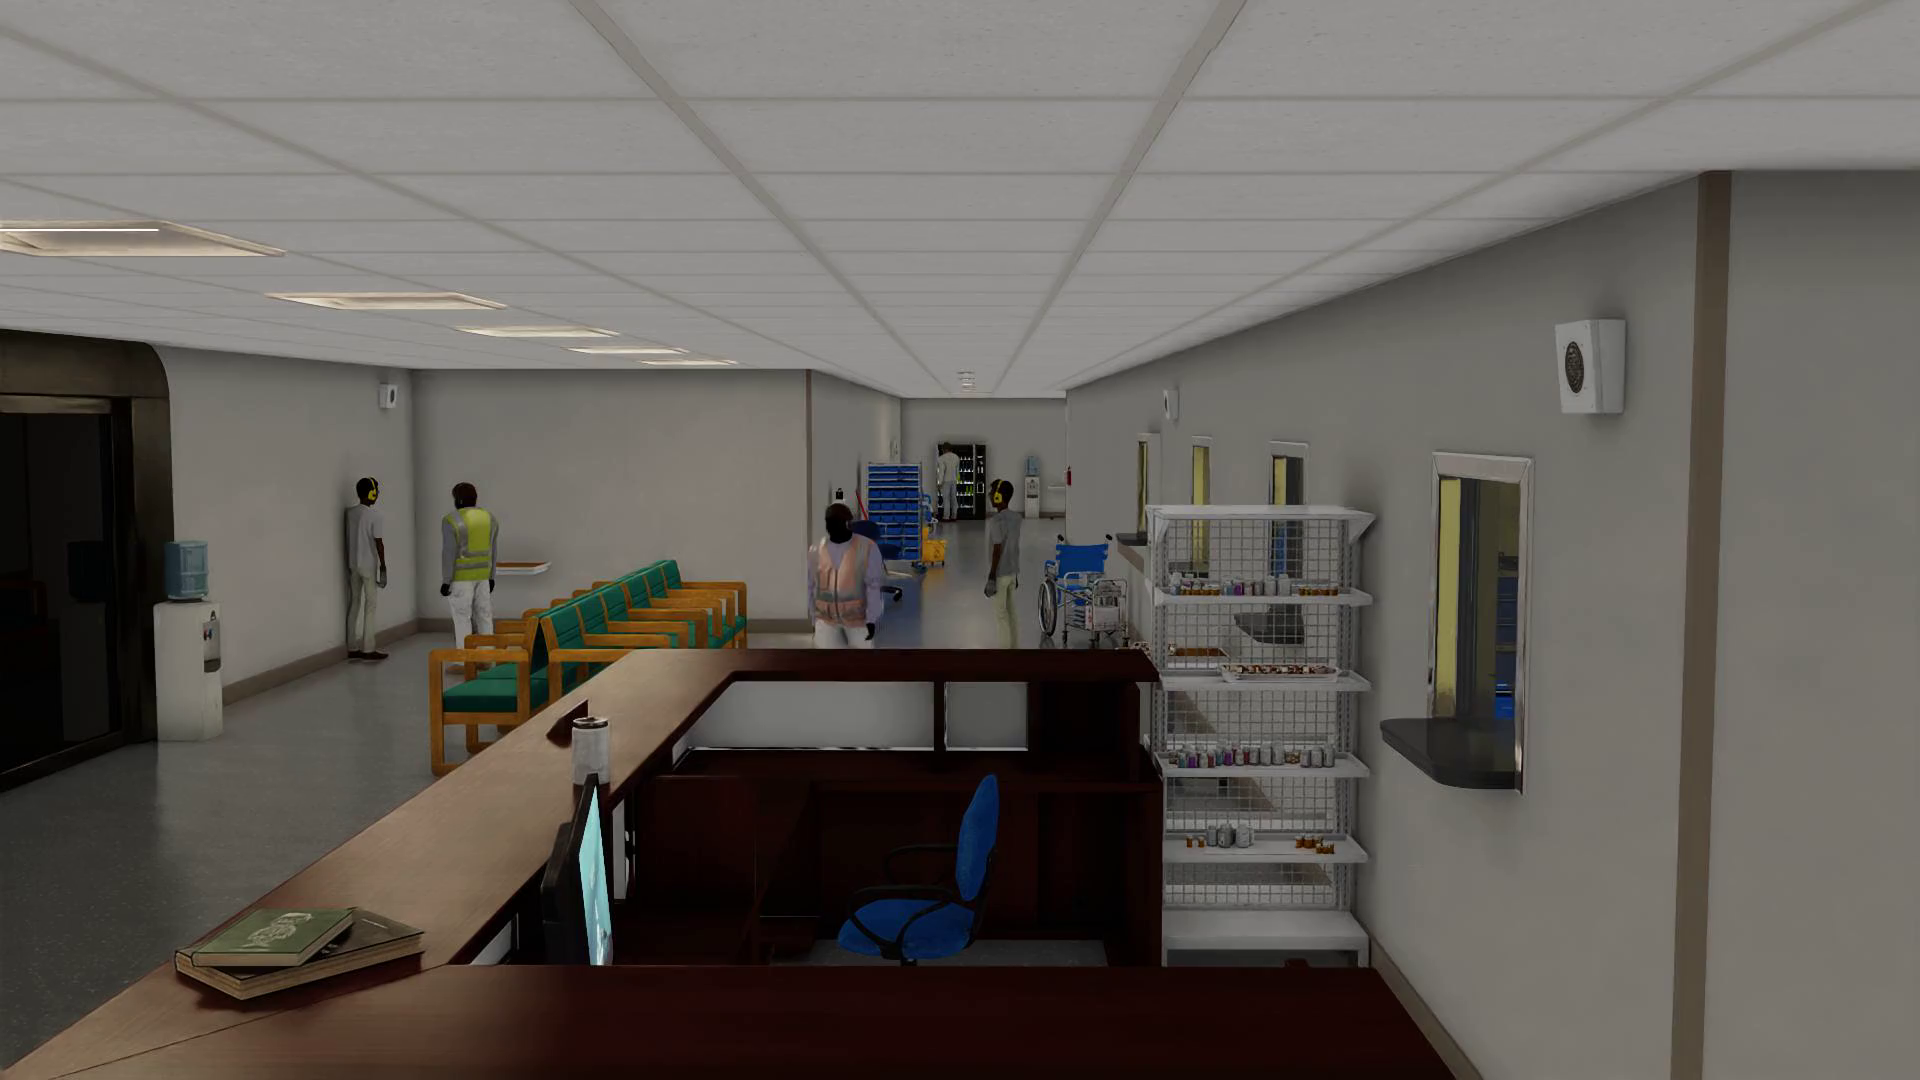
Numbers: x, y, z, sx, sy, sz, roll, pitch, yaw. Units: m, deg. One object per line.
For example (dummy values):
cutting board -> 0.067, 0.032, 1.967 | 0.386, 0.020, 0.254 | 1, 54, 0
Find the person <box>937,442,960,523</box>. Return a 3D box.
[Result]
person -> -0.289, -1.368, 39.627 | 0.627, 1.934, 0.372 | -4, 6, -44

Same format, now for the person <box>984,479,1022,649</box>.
person -> 0.401, 0.349, 15.945 | 0.329, 1.875, 0.507 | 2, 5, 30

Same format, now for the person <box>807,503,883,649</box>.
person -> -0.898, 0.608, 12.862 | 0.619, 1.800, 0.959 | 1, 4, 11

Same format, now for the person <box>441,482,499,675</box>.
person -> -4.719, 0.366, 15.935 | 0.429, 1.839, 0.633 | 3, 5, 34

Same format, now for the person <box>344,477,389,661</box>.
person -> -6.026, 0.297, 16.832 | 0.520, 1.857, 0.331 | 2, 4, 21
